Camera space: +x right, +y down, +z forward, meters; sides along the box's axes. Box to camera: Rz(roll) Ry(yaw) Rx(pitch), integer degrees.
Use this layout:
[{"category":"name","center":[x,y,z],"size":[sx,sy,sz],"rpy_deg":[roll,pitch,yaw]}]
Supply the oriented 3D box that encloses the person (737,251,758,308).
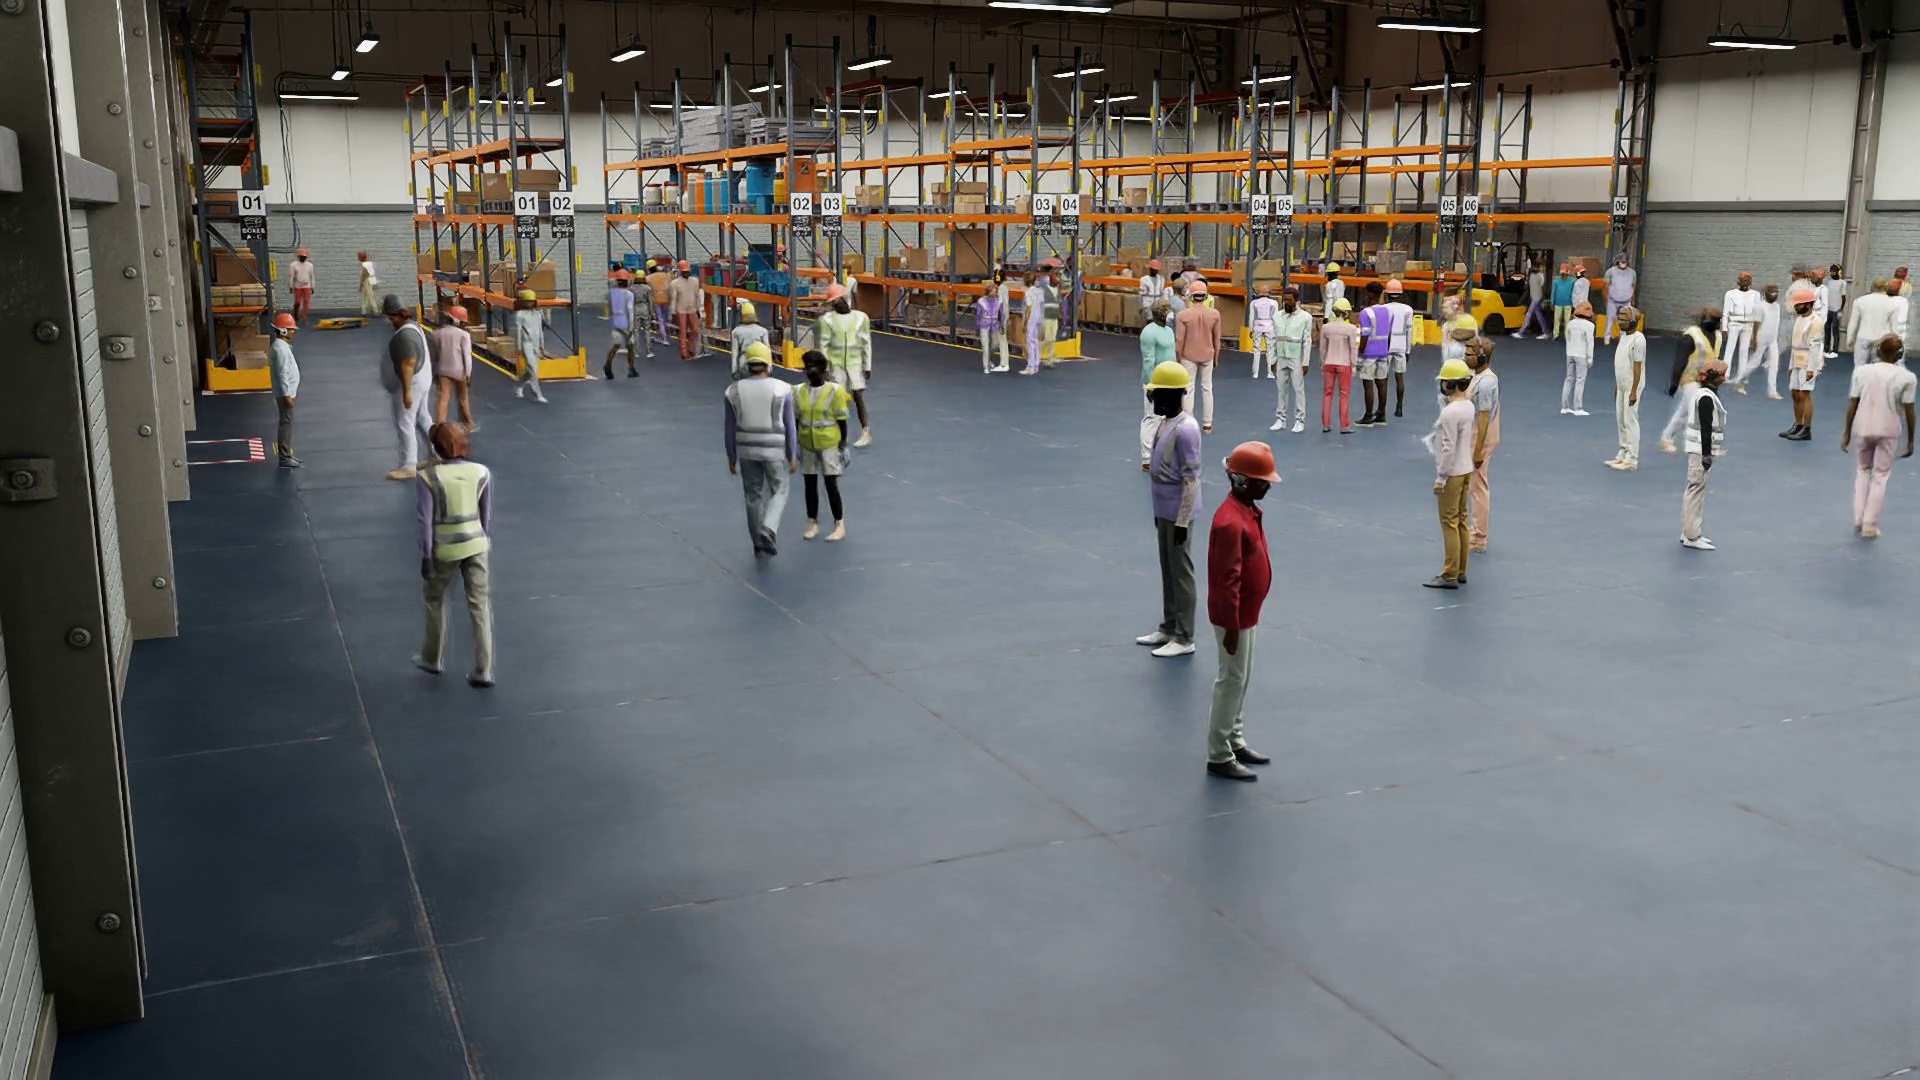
[{"category":"person","center":[-6.537,-7.845,50.190],"size":[0.679,1.734,0.546],"rpy_deg":[-1,11,-4]}]

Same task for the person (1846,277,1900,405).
[{"category":"person","center":[13.665,-2.967,24.916],"size":[0.652,1.930,0.381],"rpy_deg":[5,12,25]}]

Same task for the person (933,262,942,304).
[{"category":"person","center":[-0.706,-8.271,52.605],"size":[0.280,1.631,0.504],"rpy_deg":[-5,12,-24]}]

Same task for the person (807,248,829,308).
[{"category":"person","center":[-4.221,-7.585,48.558],"size":[0.877,1.863,0.657],"rpy_deg":[1,11,7]}]

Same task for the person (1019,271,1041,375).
[{"category":"person","center":[1.256,-3.870,29.699],"size":[0.342,1.846,0.509],"rpy_deg":[5,12,24]}]

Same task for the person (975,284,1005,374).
[{"category":"person","center":[0.513,-3.826,30.070],"size":[0.546,1.618,0.602],"rpy_deg":[-3,12,-15]}]

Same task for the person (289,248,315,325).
[{"category":"person","center":[-17.103,-6.581,43.169],"size":[0.668,1.955,0.669],"rpy_deg":[-9,14,-37]}]

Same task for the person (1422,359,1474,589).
[{"category":"person","center":[3.772,-0.507,12.808],"size":[0.317,1.767,0.535],"rpy_deg":[8,14,34]}]

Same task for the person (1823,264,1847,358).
[{"category":"person","center":[17.411,-4.565,33.187],"size":[0.328,1.865,0.518],"rpy_deg":[-3,11,-14]}]

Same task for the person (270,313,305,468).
[{"category":"person","center":[-7.642,-1.696,18.907],"size":[0.344,1.744,0.567],"rpy_deg":[-4,12,-22]}]

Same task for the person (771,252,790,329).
[{"category":"person","center":[-4.481,-6.196,41.363],"size":[0.643,1.910,0.399],"rpy_deg":[5,12,22]}]

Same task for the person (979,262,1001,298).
[{"category":"person","center":[0.749,-6.346,42.149],"size":[0.680,1.891,0.441],"rpy_deg":[-3,11,-14]}]

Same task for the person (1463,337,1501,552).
[{"category":"person","center":[4.412,-0.811,14.179],"size":[0.348,1.839,0.504],"rpy_deg":[3,11,13]}]

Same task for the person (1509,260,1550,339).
[{"category":"person","center":[13.091,-5.475,37.983],"size":[0.994,1.798,0.551],"rpy_deg":[-1,11,-3]}]

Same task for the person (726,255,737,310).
[{"category":"person","center":[-6.854,-7.683,49.611],"size":[0.285,1.634,0.499],"rpy_deg":[7,13,33]}]

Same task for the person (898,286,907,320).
[{"category":"person","center":[-1.589,-6.863,45.111],"size":[0.309,1.769,0.524],"rpy_deg":[0,11,-1]}]

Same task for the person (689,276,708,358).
[{"category":"person","center":[-5.210,-4.423,33.039],"size":[0.310,1.637,0.521],"rpy_deg":[3,12,16]}]

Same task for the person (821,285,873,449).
[{"category":"person","center":[-1.395,-2.134,20.511],"size":[0.651,1.984,0.775],"rpy_deg":[0,11,1]}]

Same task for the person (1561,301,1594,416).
[{"category":"person","center":[8.853,-2.594,23.781],"size":[0.288,1.626,0.497],"rpy_deg":[-5,12,-22]}]

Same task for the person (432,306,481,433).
[{"category":"person","center":[-6.556,-2.173,21.505],"size":[0.593,1.677,0.915],"rpy_deg":[2,11,12]}]

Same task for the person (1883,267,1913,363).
[{"category":"person","center":[17.981,-4.321,31.984],"size":[0.396,1.847,0.565],"rpy_deg":[-6,13,-28]}]

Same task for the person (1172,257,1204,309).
[{"category":"person","center":[4.574,-4.758,33.714],"size":[0.698,2.000,0.966],"rpy_deg":[-3,12,-16]}]

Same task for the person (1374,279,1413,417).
[{"category":"person","center":[6.111,-2.707,23.542],"size":[0.545,1.942,0.350],"rpy_deg":[0,11,0]}]

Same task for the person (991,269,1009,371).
[{"category":"person","center":[0.733,-4.006,30.331],"size":[0.309,1.868,0.535],"rpy_deg":[3,12,14]}]

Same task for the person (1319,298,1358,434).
[{"category":"person","center":[4.962,-2.275,21.802],"size":[0.525,1.765,0.329],"rpy_deg":[9,14,38]}]

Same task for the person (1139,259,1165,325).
[{"category":"person","center":[4.030,-4.967,35.138],"size":[0.573,1.908,0.710],"rpy_deg":[-3,11,-14]}]

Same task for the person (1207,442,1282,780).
[{"category":"person","center":[1.445,0.357,8.493],"size":[0.353,1.737,0.575],"rpy_deg":[4,12,18]}]

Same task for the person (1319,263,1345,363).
[{"category":"person","center":[7.132,-4.341,31.882],"size":[0.373,1.924,0.594],"rpy_deg":[9,14,38]}]

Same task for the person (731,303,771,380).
[{"category":"person","center":[-2.773,-2.295,22.094],"size":[0.526,1.693,0.682],"rpy_deg":[-1,11,-4]}]

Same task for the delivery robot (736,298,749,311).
[{"category":"delivery robot","center":[-6.215,-6.700,47.132],"size":[0.477,0.478,0.707],"rpy_deg":[2,11,8]}]

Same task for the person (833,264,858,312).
[{"category":"person","center":[-2.370,-4.797,34.460],"size":[0.597,1.829,0.469],"rpy_deg":[6,12,26]}]

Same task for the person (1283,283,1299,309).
[{"category":"person","center":[5.846,-3.709,29.404],"size":[0.307,1.641,0.512],"rpy_deg":[-2,11,-9]}]

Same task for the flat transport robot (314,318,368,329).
[{"category":"flat transport robot","center":[-15.547,-5.455,41.764],"size":[0.652,0.197,1.431],"rpy_deg":[2,11,10]}]

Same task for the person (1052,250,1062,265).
[{"category":"person","center":[2.971,-7.950,50.687],"size":[0.359,1.759,0.553],"rpy_deg":[3,11,13]}]

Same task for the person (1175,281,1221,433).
[{"category":"person","center":[3.103,-2.382,21.751],"size":[0.611,1.995,0.375],"rpy_deg":[-2,11,-10]}]

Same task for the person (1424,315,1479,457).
[{"category":"person","center":[5.618,-1.704,18.999],"size":[0.523,1.733,0.488],"rpy_deg":[8,13,34]}]

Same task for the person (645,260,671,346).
[{"category":"person","center":[-6.574,-5.179,36.330],"size":[0.659,1.851,0.975],"rpy_deg":[-6,12,-27]}]

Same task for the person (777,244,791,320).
[{"category":"person","center":[-4.780,-6.957,44.915],"size":[0.403,2.036,0.610],"rpy_deg":[0,11,-1]}]
